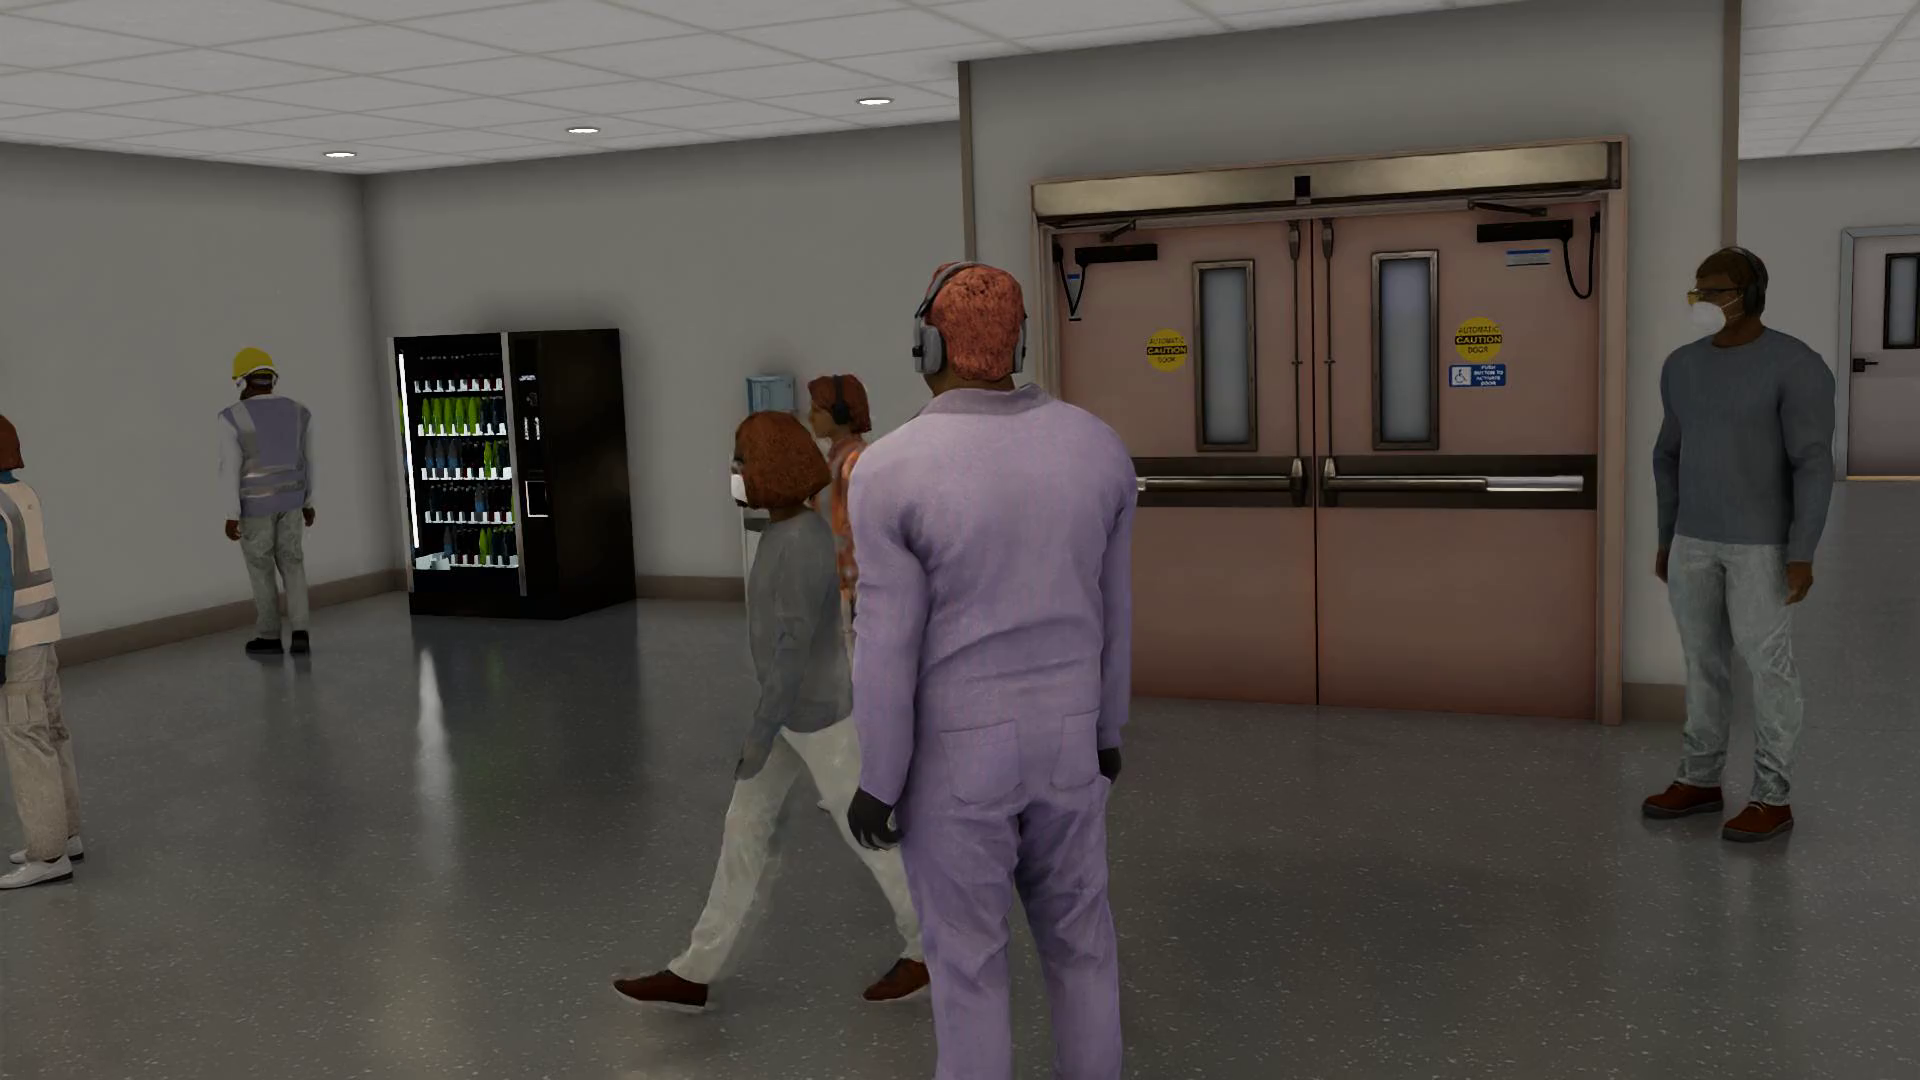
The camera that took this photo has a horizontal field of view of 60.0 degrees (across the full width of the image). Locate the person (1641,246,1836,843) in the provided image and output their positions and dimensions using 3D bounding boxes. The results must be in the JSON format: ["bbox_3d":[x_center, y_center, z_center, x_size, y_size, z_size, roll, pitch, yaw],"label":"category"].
[{"bbox_3d":[2.552,0.013,5.481,0.369,1.938,0.630,-6,8,-24],"label":"person"}]

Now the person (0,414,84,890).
[{"bbox_3d":[-3.247,0.367,5.704,0.310,1.636,0.522,-4,8,-16],"label":"person"}]

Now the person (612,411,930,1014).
[{"bbox_3d":[-0.455,0.462,4.301,0.891,1.581,0.507,-5,8,-21],"label":"person"}]

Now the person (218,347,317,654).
[{"bbox_3d":[-4.047,-0.217,9.748,0.513,1.821,0.607,3,9,37],"label":"person"}]

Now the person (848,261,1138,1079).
[{"bbox_3d":[0.057,0.408,3.333,0.636,1.911,0.404,-7,9,-30],"label":"person"}]
